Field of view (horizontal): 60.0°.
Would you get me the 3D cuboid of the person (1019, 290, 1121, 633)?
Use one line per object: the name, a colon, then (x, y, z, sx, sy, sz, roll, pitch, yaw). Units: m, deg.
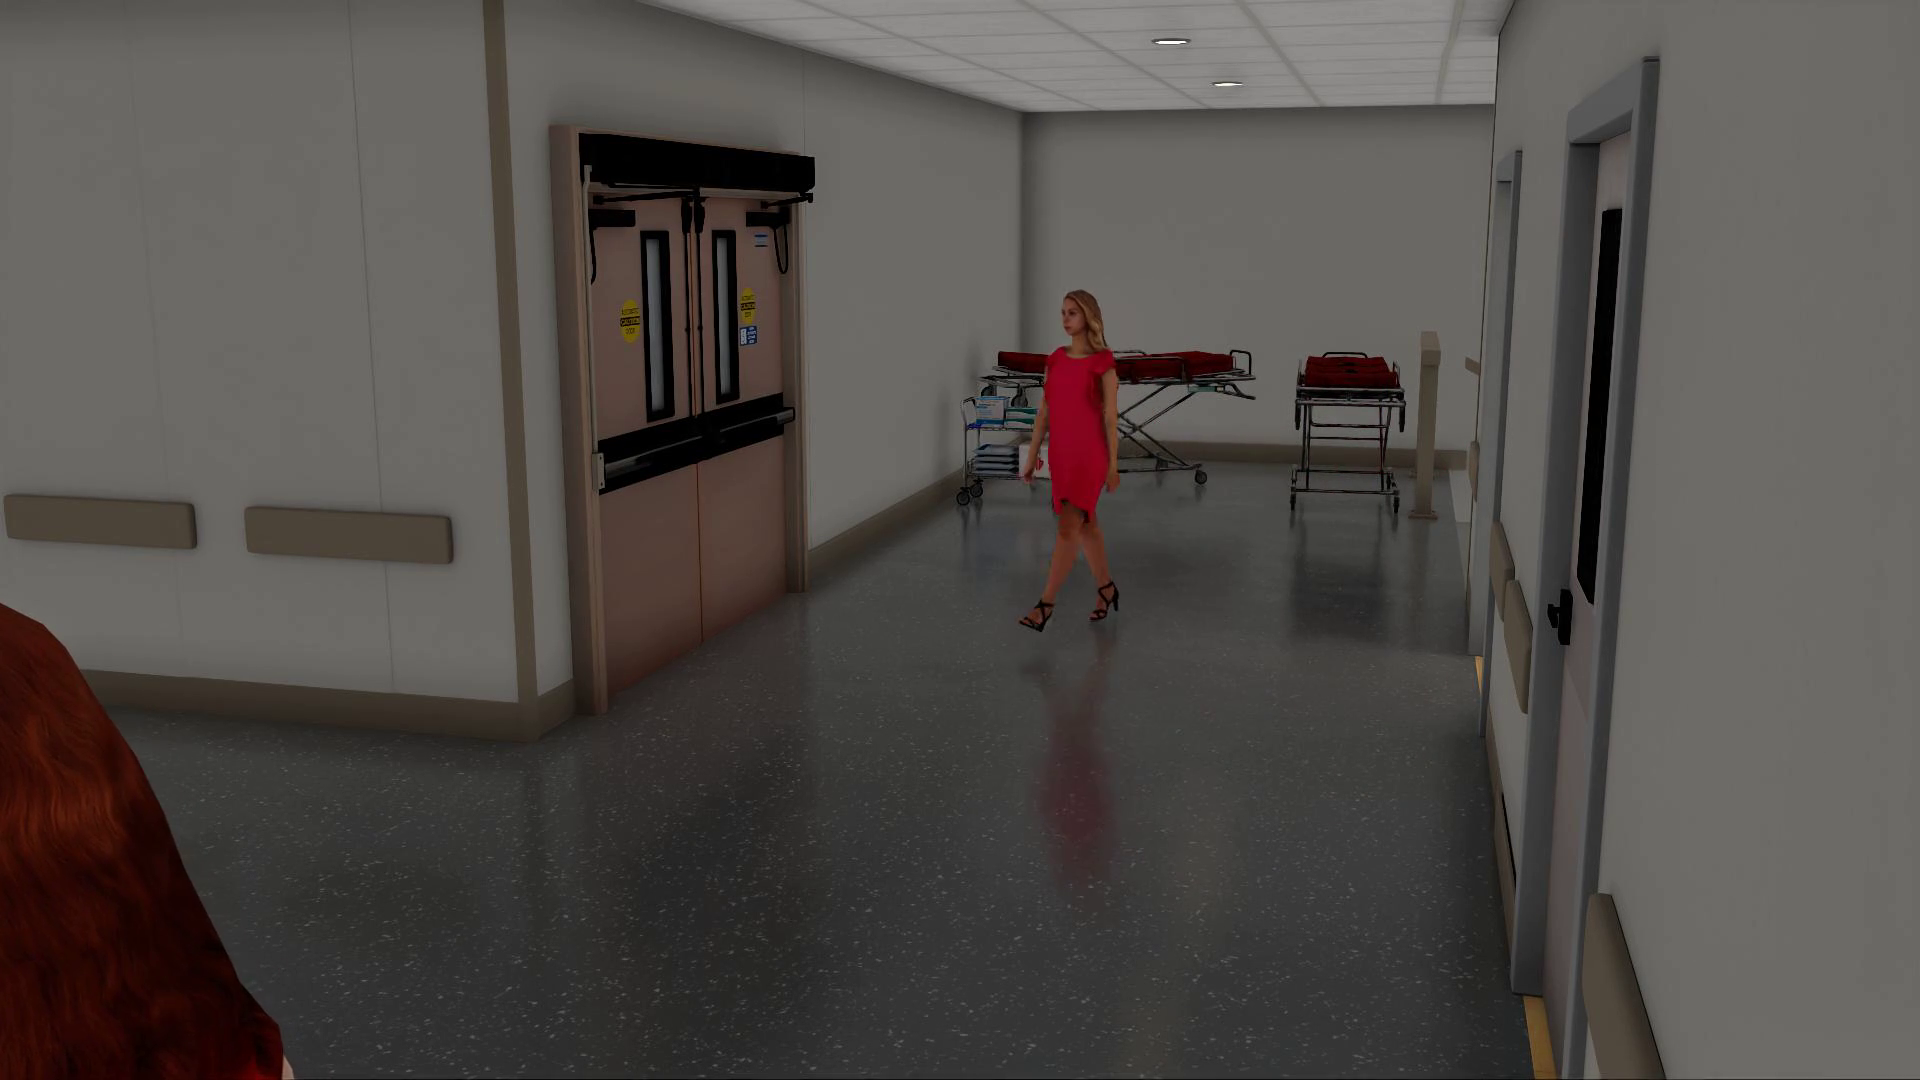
person: (0.654, -0.383, 8.361, 0.910, 1.689, 1.120, 10, 15, 44)
